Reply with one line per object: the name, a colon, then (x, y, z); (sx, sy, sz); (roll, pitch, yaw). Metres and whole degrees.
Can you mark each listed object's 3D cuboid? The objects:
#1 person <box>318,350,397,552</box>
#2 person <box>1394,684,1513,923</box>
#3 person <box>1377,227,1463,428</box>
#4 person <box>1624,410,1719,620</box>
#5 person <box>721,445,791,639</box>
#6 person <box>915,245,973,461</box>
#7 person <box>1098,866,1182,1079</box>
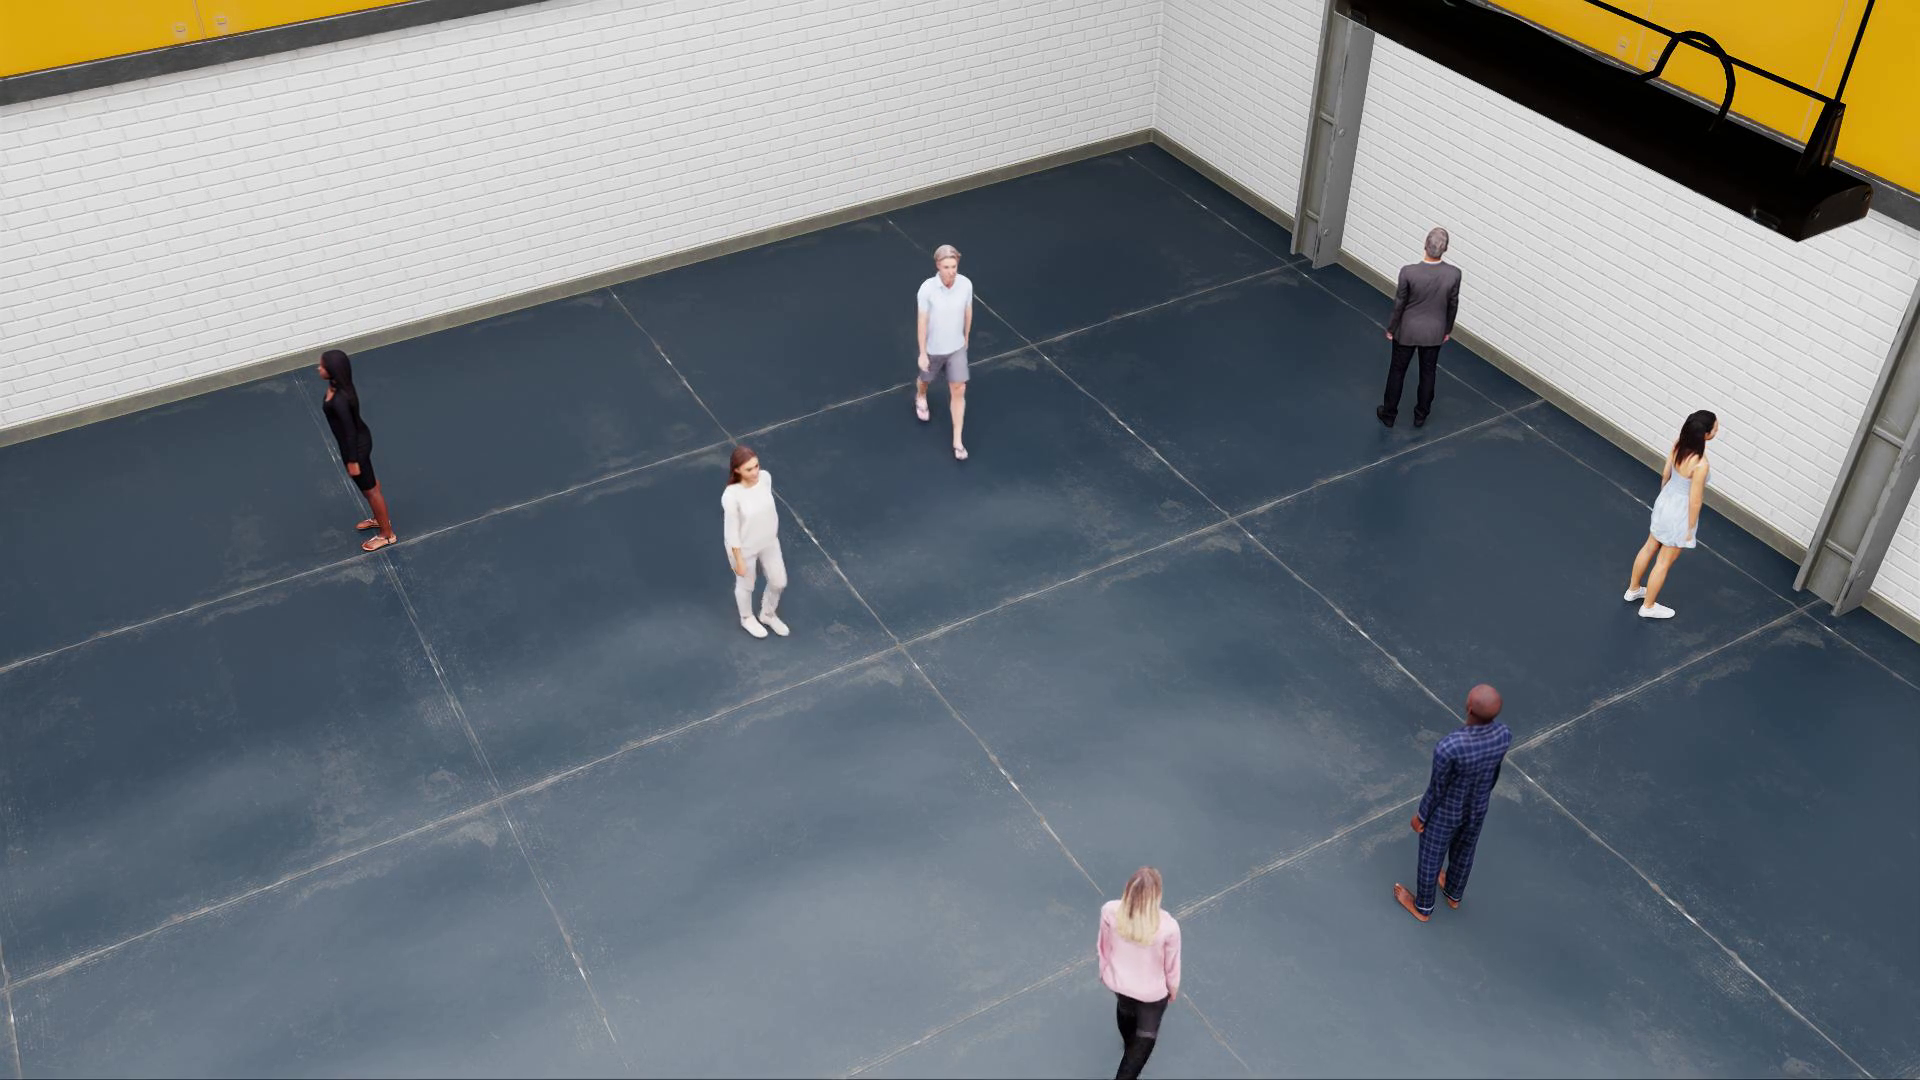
person: (-4.560, -0.695, 12.529); (0.706, 1.719, 0.508); (-13, 40, -16)
person: (2.895, 1.523, 9.672); (0.684, 1.819, 0.623); (-15, 41, -18)
person: (3.804, -1.752, 13.756); (0.802, 1.842, 0.804); (1, 39, 1)
person: (5.109, -0.198, 11.900); (0.713, 1.729, 0.578); (-6, 39, -8)
person: (-1.516, -0.010, 11.710); (0.710, 1.673, 0.701); (30, 47, 32)
person: (-0.177, -1.628, 13.632); (0.855, 1.802, 1.224); (-10, 40, -12)
person: (0.902, 2.361, 8.742); (1.021, 1.670, 0.998); (16, 41, 19)
